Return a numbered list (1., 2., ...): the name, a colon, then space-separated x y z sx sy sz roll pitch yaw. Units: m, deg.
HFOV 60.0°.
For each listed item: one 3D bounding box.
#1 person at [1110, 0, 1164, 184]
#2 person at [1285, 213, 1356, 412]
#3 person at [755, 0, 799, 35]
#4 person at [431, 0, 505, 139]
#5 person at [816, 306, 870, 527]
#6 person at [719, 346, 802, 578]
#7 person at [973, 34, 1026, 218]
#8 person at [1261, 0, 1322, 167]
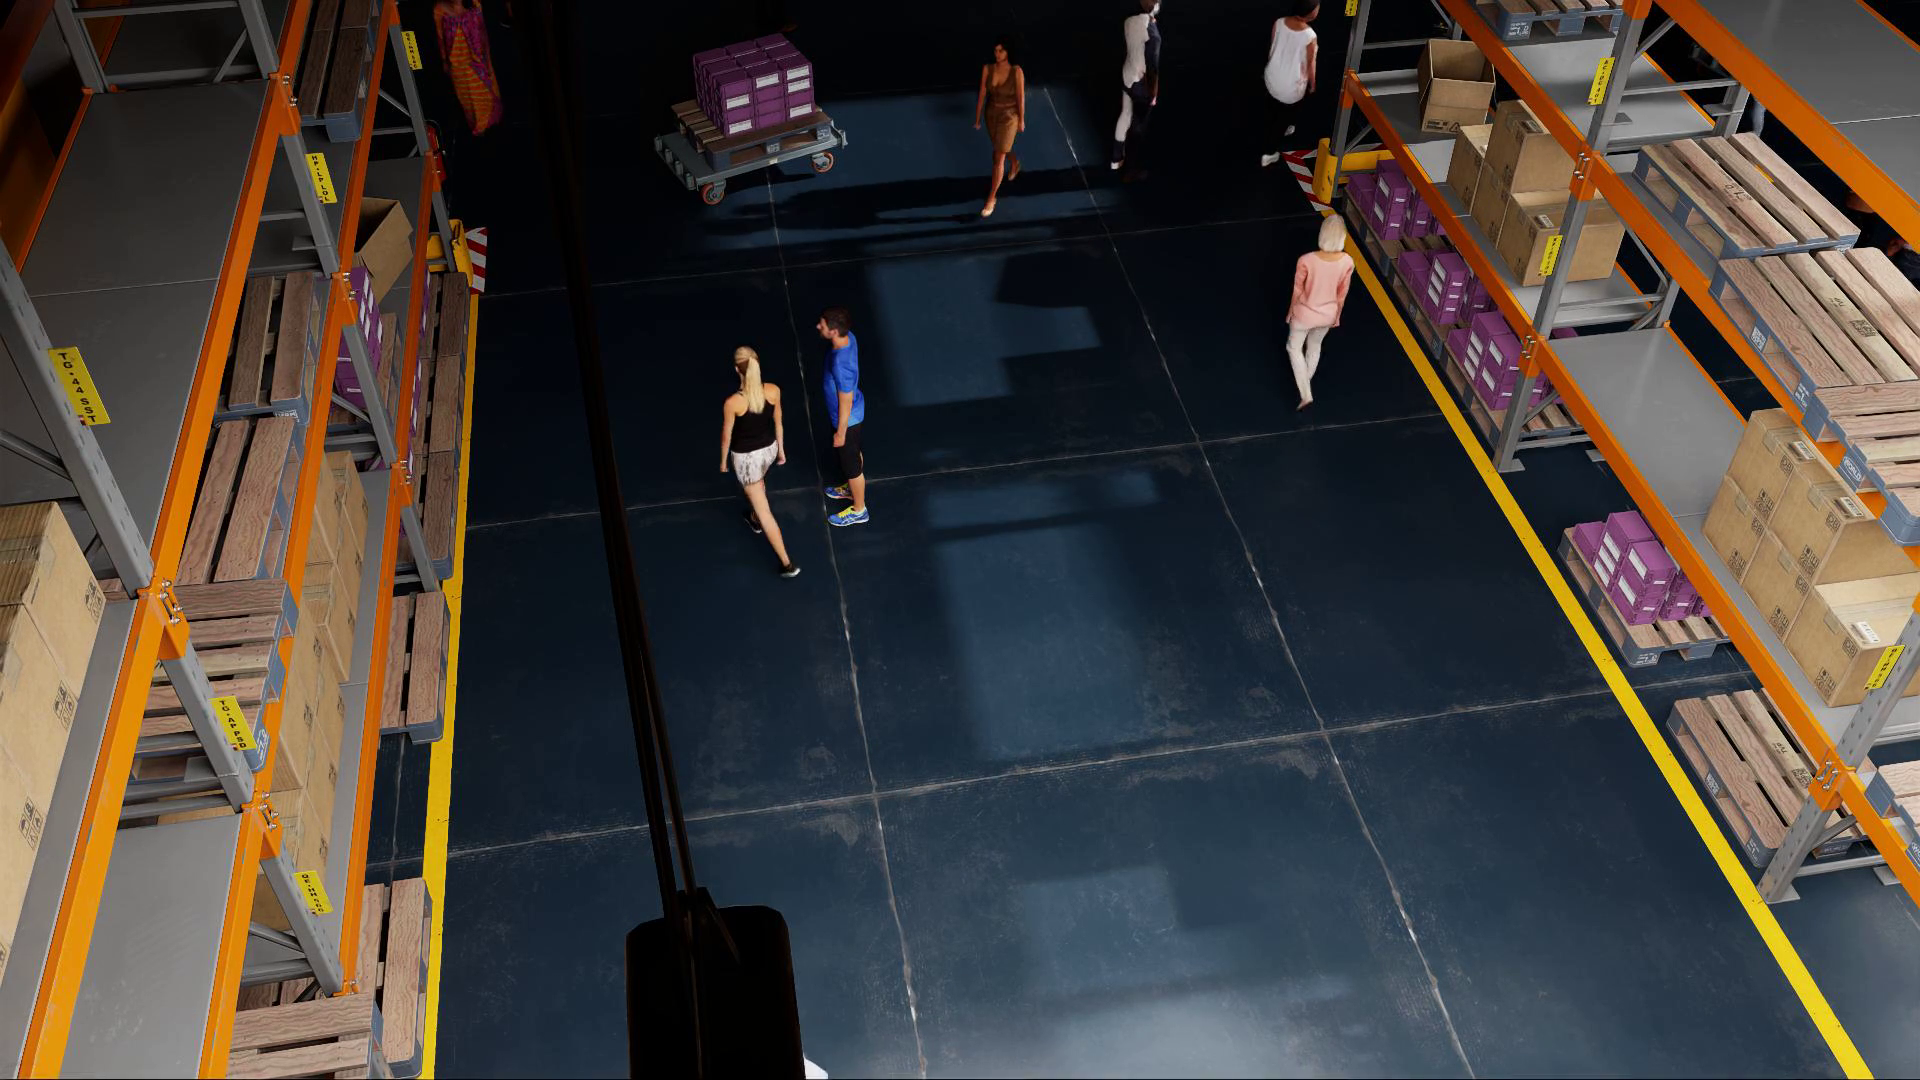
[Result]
1. person: 1.625 -4.222 15.401 0.795 1.886 0.624 -17 46 -17
2. person: 2.762 -1.716 12.899 0.645 1.709 0.892 -2 44 -2
3. person: -2.046 -6.241 17.617 0.739 1.752 0.803 27 50 25
4. person: -4.790 -4.731 16.093 0.716 1.669 0.773 -14 45 -14
5. person: -0.817 -0.907 11.933 0.684 1.869 0.521 -3 44 -3
6. person: -1.388 -0.532 11.586 0.931 1.805 1.251 -25 49 -24
7. person: 0.415 -3.861 15.193 1.014 1.649 1.126 21 47 21
8. person: 3.048 -4.307 15.655 0.972 1.659 0.975 -28 50 -27
